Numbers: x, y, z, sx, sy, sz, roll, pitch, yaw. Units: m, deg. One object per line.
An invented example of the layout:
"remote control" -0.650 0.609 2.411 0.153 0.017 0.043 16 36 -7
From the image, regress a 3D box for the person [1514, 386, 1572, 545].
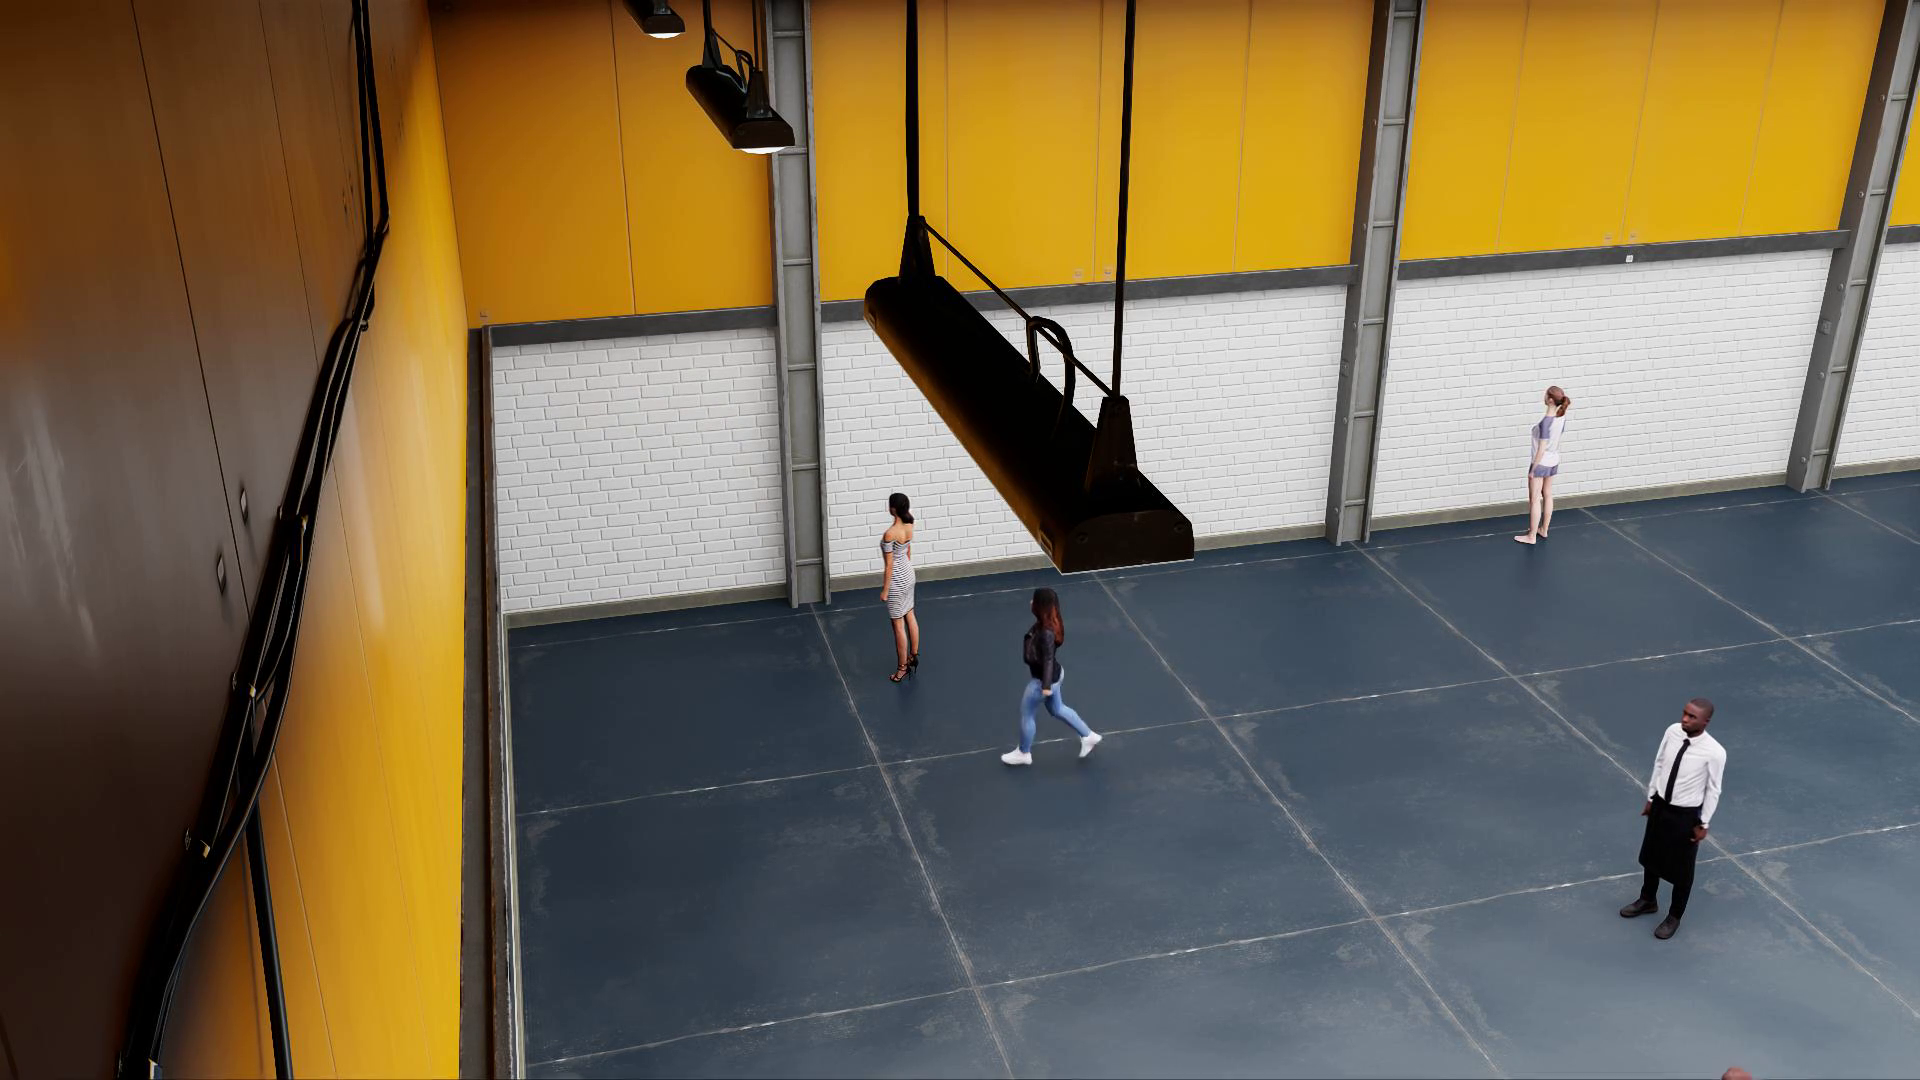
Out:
"person" 6.311 -0.822 17.954 0.638 1.768 0.728 -20 30 -37

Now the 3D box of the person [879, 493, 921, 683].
"person" -0.536 0.417 15.054 0.733 1.822 0.678 12 26 26

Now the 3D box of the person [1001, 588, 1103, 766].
"person" 0.776 1.147 13.655 1.159 1.605 0.914 3 24 8

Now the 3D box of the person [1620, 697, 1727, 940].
"person" 5.029 1.905 11.630 0.632 1.837 0.695 -13 27 -28
